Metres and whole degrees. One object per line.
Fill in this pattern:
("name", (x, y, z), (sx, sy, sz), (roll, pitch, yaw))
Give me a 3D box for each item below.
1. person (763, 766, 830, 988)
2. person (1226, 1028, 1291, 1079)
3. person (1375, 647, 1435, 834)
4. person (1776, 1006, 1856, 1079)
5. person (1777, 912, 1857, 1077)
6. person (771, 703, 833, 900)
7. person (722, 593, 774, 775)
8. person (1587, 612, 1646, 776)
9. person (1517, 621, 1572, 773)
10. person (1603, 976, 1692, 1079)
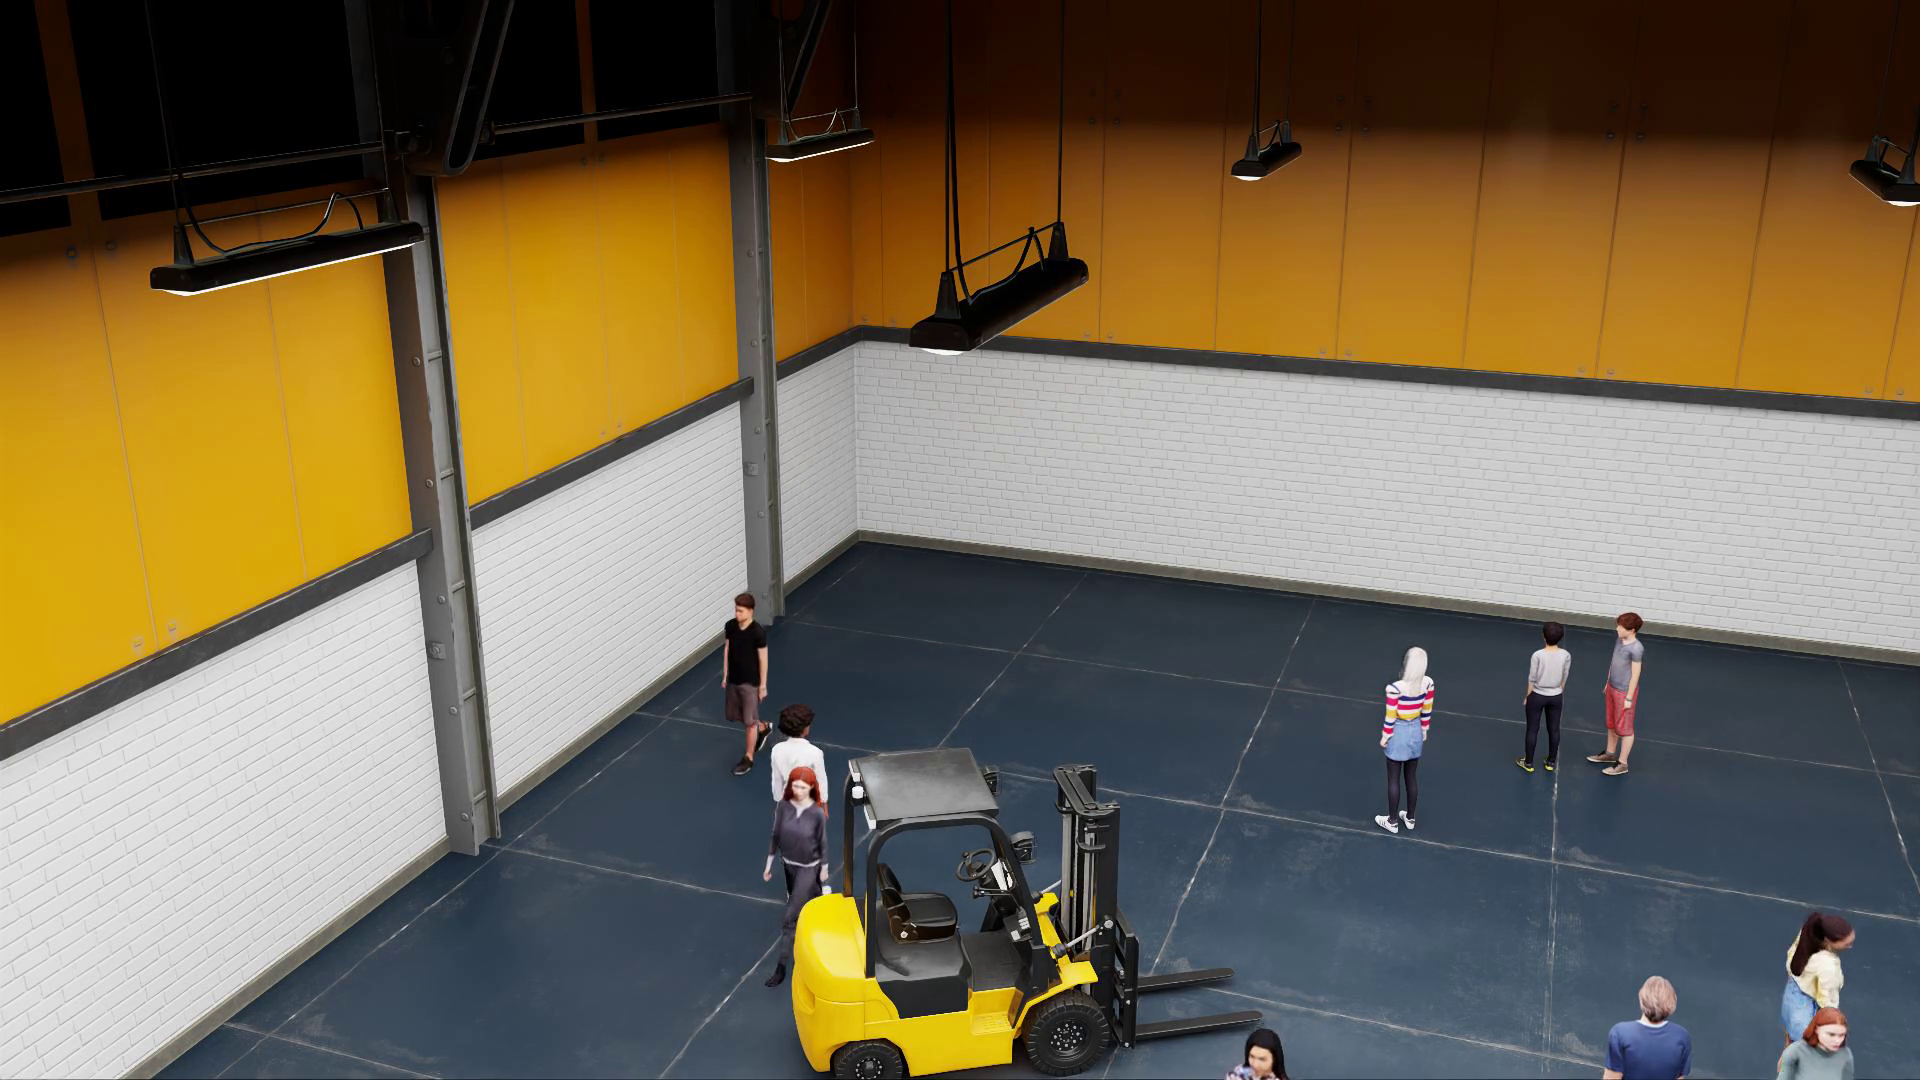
("person", (-1.202, 2.560, 13.119), (0.774, 1.719, 1.265), (11, 22, 30))
("person", (1.785, 3.642, 9.902), (0.651, 1.722, 0.798), (9, 21, 26))
("person", (4.074, 1.809, 15.213), (0.718, 1.806, 0.749), (-6, 20, -18))
("person", (5.114, 3.551, 10.173), (0.751, 1.722, 0.872), (1, 19, 3))
("person", (5.761, 3.206, 11.373), (0.865, 1.610, 0.701), (-6, 20, -18))
("person", (-1.338, 2.229, 13.963), (0.650, 1.808, 0.589), (4, 19, 13))
("person", (-2.063, 1.366, 16.457), (0.824, 1.852, 0.997), (12, 22, 31))
("person", (6.540, 1.490, 16.402), (0.722, 1.651, 0.616), (-3, 19, -9))
("person", (5.778, 1.538, 16.416), (0.615, 1.553, 0.602), (-1, 19, -4))
("person", (4.141, 3.490, 10.121), (0.719, 1.871, 0.644), (1, 19, 4))
